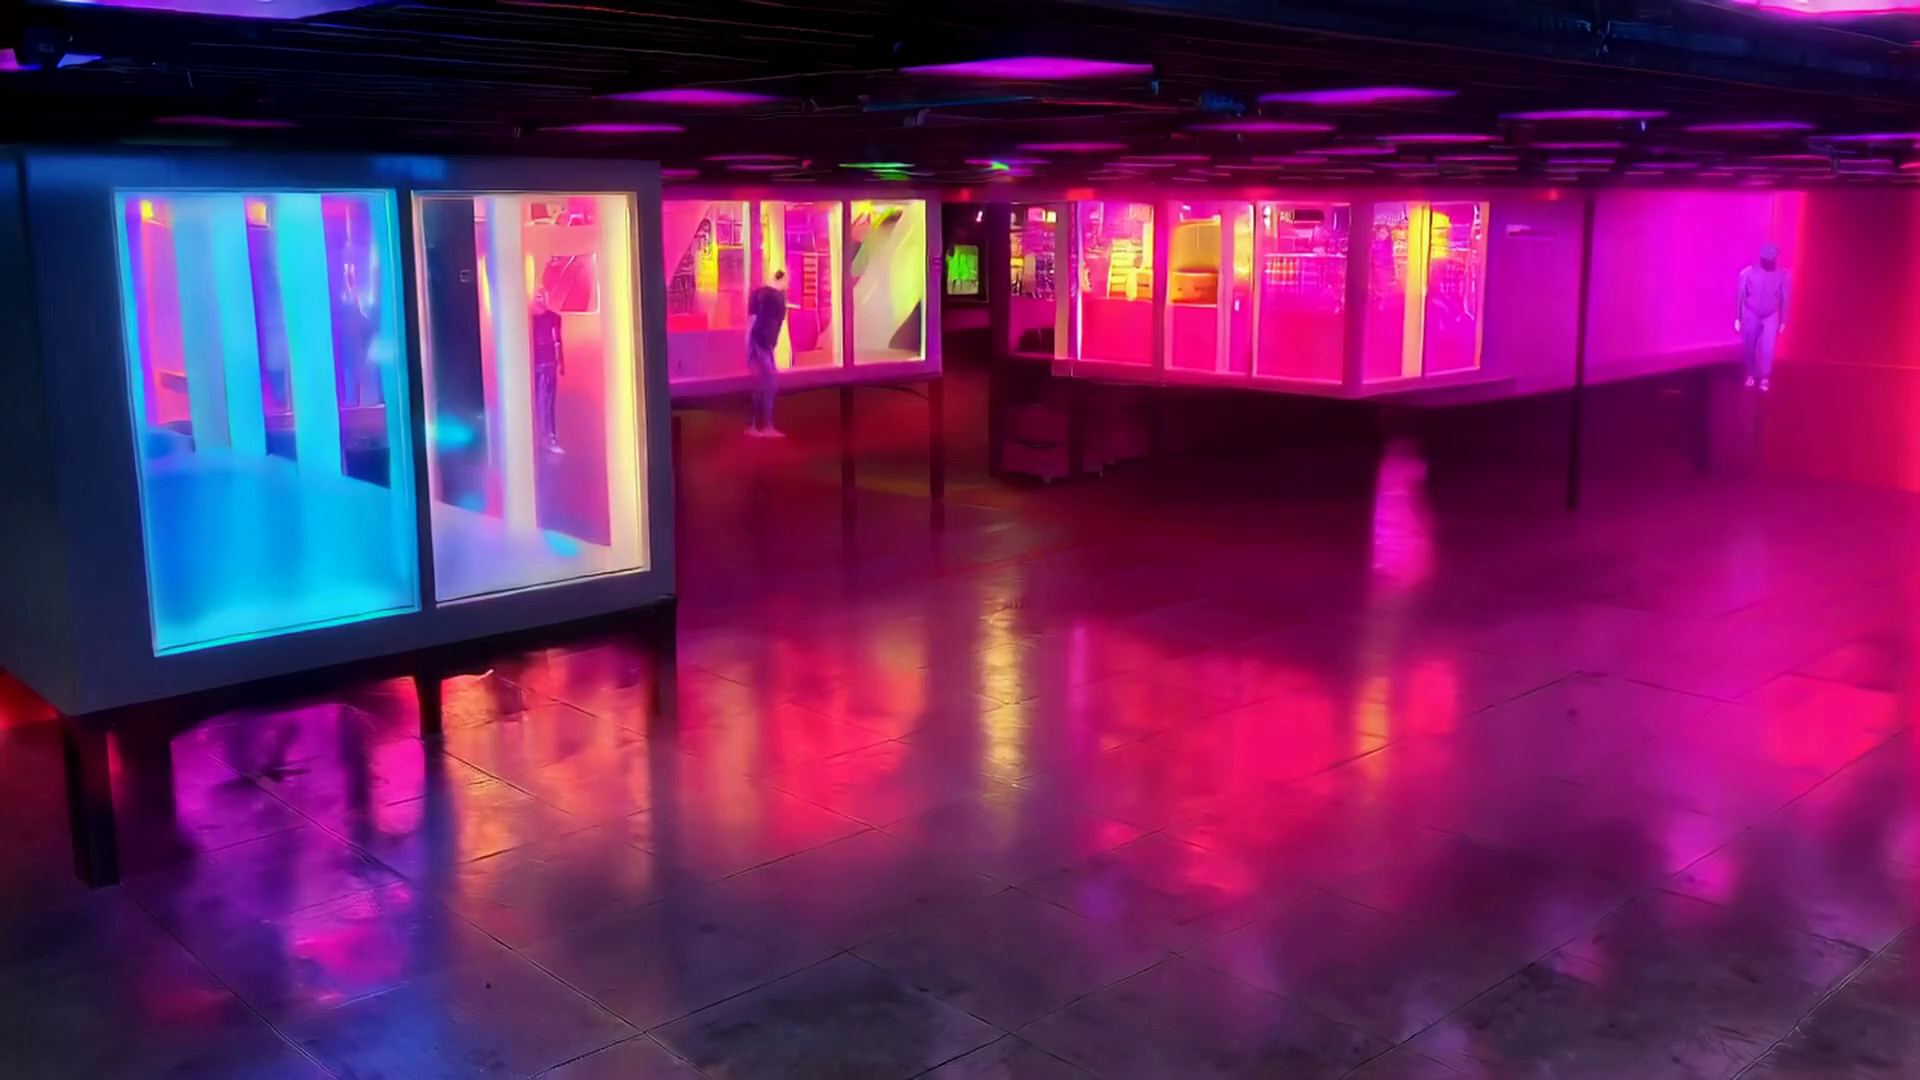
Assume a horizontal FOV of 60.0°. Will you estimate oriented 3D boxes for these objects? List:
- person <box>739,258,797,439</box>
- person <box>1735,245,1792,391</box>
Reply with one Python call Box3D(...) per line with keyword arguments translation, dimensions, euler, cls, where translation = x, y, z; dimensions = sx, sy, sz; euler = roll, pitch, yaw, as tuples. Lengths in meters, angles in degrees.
Box3D(translation=(-1.956, -1.931, 16.857), dimensions=(0.633, 1.817, 0.543), euler=(4, 12, 20), cls="person")
Box3D(translation=(10.318, -2.857, 21.419), dimensions=(0.639, 1.856, 1.015), euler=(5, 12, 24), cls="person")
